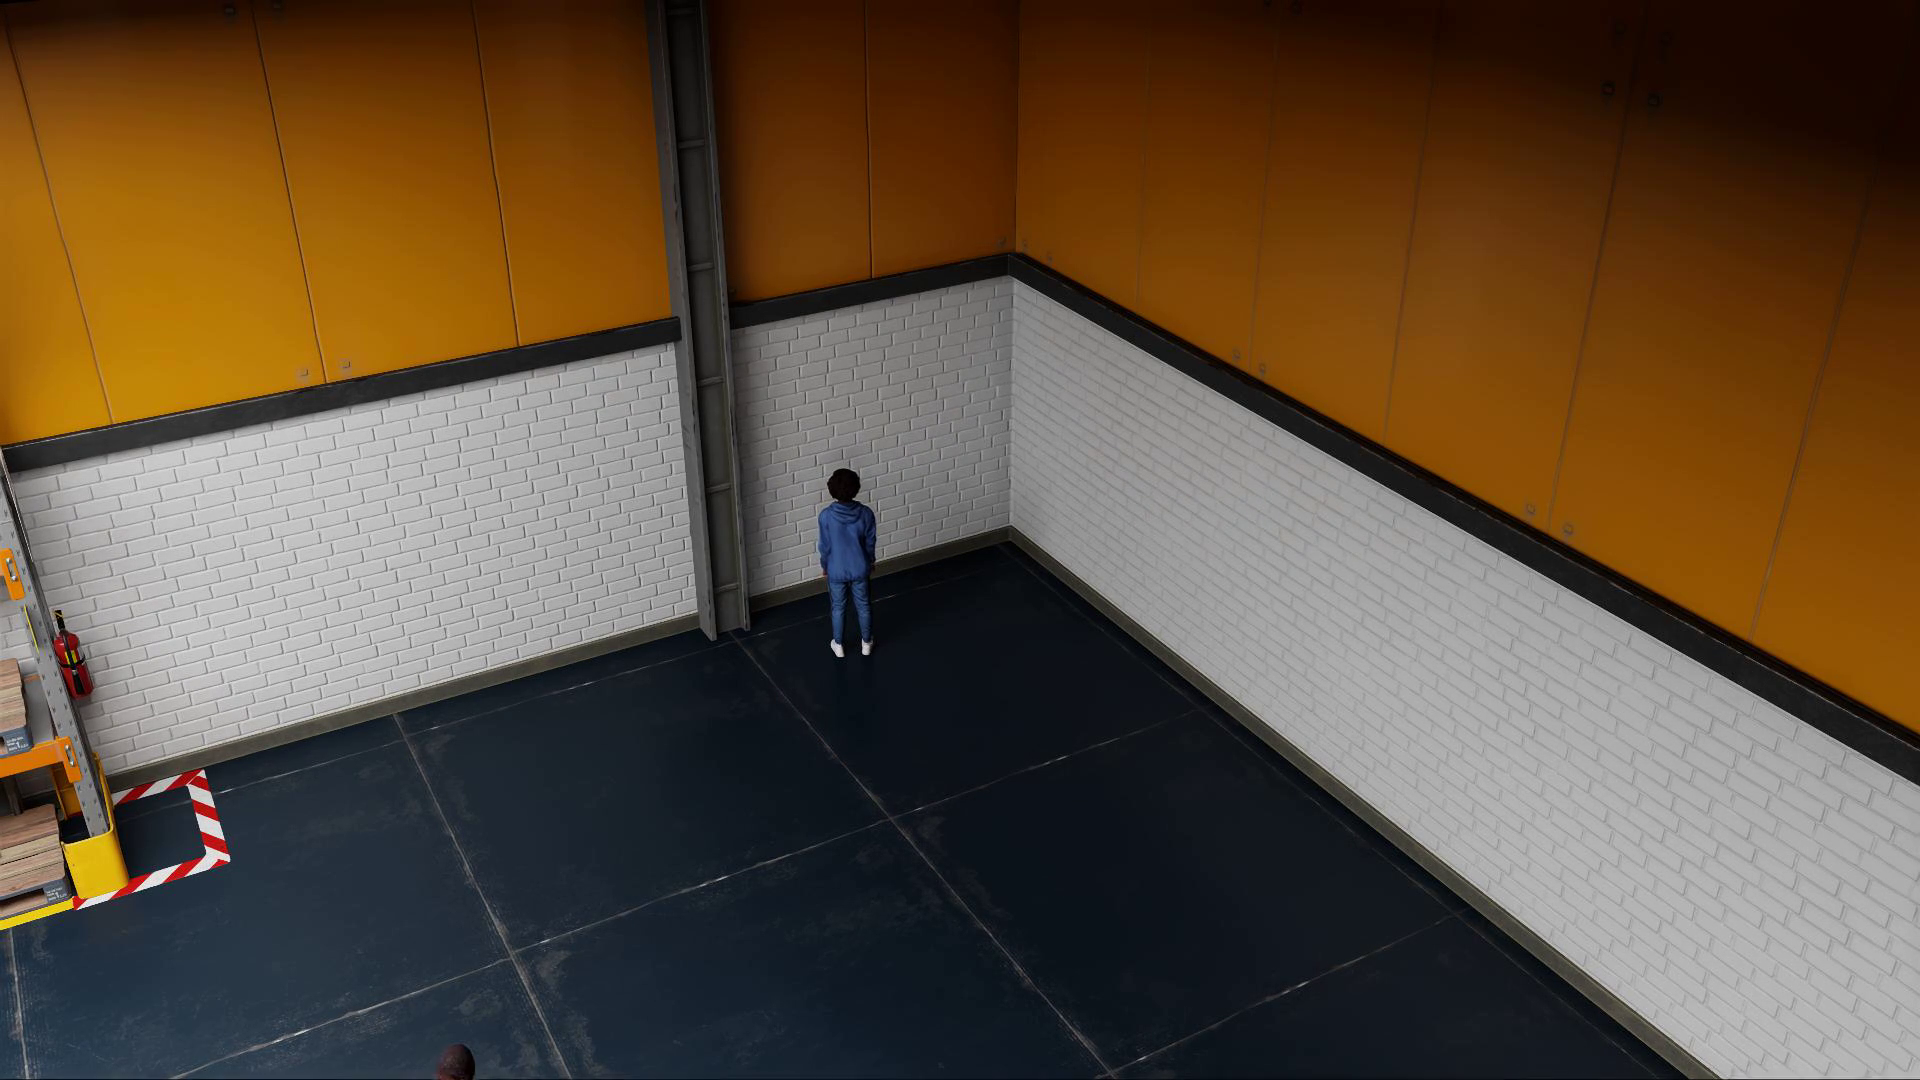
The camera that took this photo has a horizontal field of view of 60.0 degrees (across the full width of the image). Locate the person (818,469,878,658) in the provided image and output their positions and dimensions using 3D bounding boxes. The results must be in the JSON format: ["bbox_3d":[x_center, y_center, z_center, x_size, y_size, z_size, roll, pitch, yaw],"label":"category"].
[{"bbox_3d":[-0.981,0.204,14.609,0.662,1.811,0.812,-3,29,-6],"label":"person"}]
